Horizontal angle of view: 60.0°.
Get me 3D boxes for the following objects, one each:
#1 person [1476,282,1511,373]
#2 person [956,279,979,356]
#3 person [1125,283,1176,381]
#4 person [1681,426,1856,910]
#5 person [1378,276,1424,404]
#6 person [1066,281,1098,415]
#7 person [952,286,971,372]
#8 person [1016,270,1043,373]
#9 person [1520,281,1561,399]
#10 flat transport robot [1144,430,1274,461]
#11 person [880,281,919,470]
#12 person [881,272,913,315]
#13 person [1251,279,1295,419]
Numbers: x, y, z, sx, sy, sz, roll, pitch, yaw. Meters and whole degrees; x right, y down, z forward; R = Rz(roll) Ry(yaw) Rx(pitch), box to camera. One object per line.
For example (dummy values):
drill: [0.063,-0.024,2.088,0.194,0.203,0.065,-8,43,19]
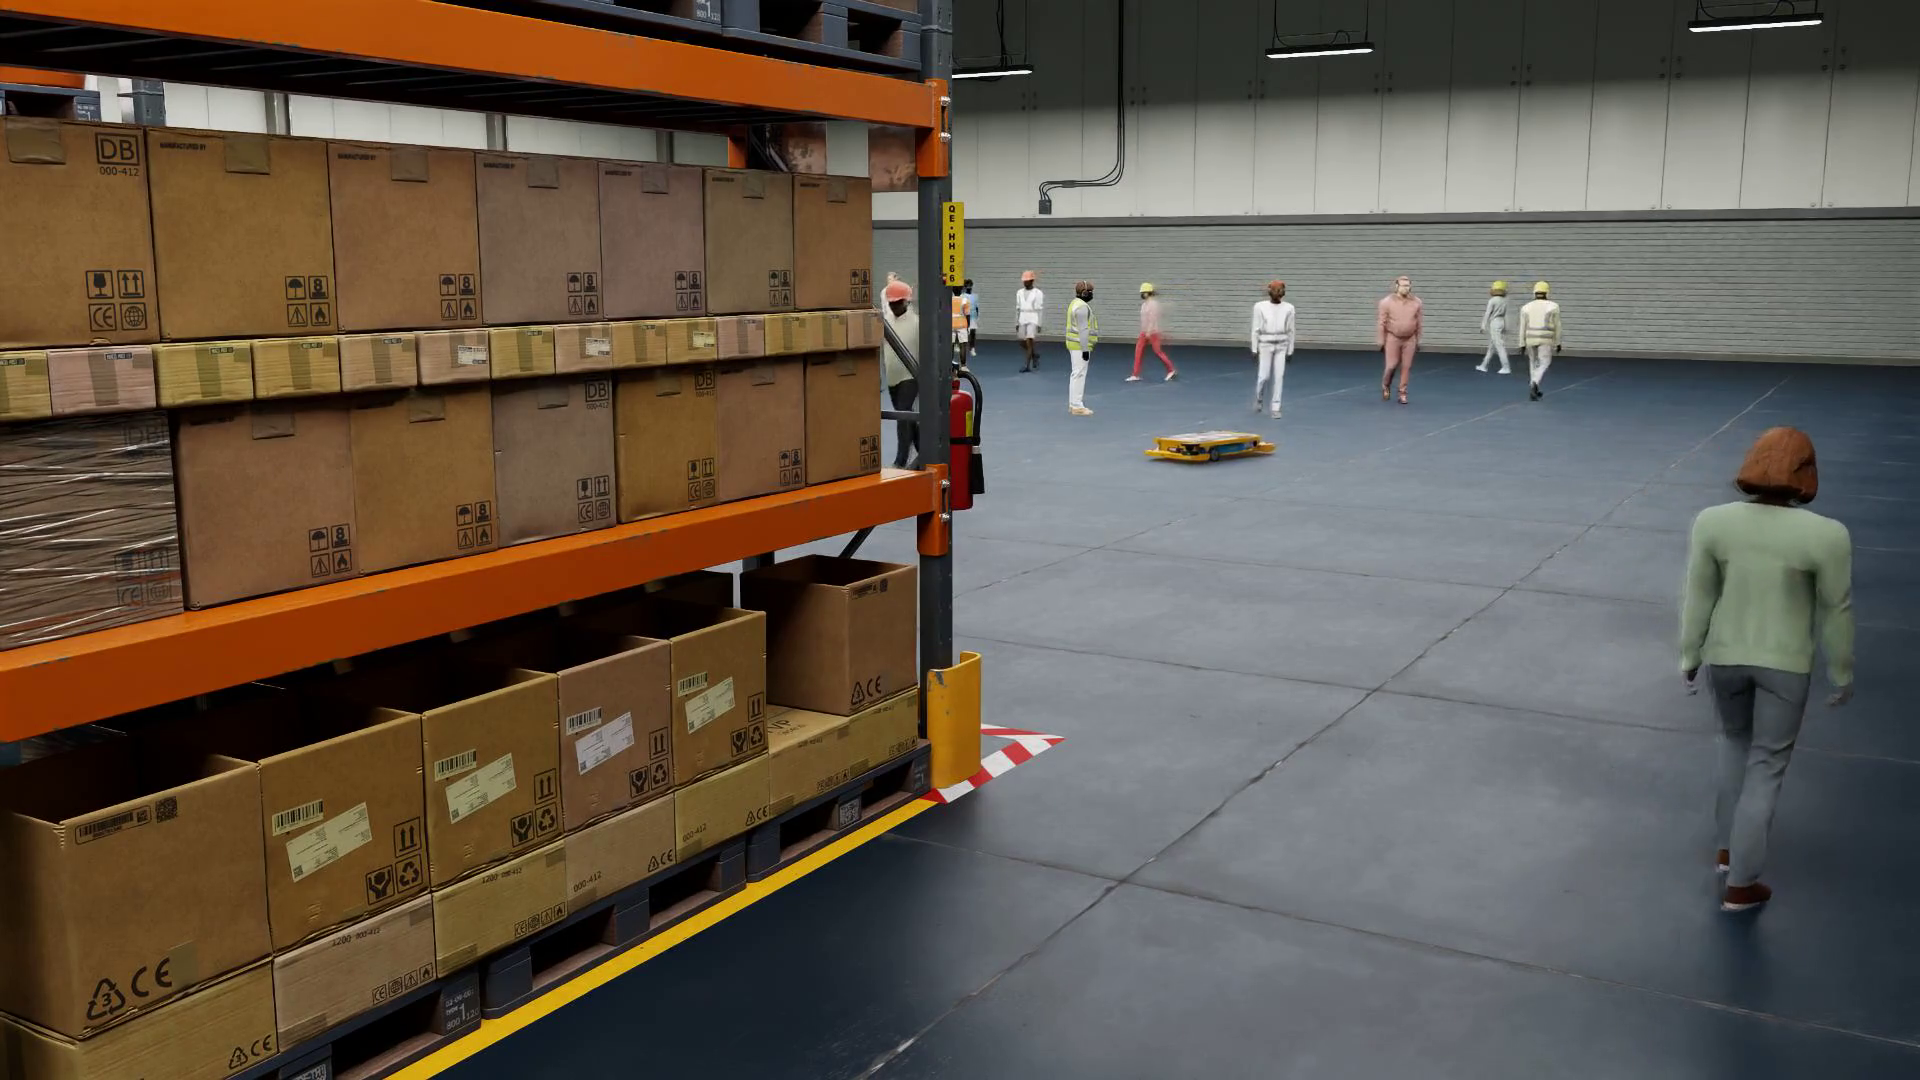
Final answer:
person: [10.024,-3.975,31.109,0.499,1.696,0.894,-6,12,-33]
person: [0.145,-4.877,36.463,0.540,1.681,0.652,-4,11,-23]
person: [3.357,-3.629,29.015,0.890,1.724,0.519,-5,11,-25]
person: [2.762,0.419,5.641,0.645,1.616,0.515,-8,13,-41]
person: [6.511,-2.946,24.544,0.644,1.894,0.422,0,10,-1]
person: [1.676,-2.634,22.887,0.430,1.838,0.632,-1,10,-4]
person: [-0.051,-3.952,30.979,0.541,1.695,0.316,3,10,16]
person: [1.320,-4.112,31.264,0.559,1.922,0.646,6,12,33]
person: [8.800,-3.033,25.290,0.598,1.806,0.769,8,13,41]
flat transport robot: [2.713,-1.030,18.045,1.431,0.197,0.652,-9,13,-42]
person: [-0.521,-1.651,16.856,0.603,1.944,0.954,7,12,36]
person: [-1.206,-4.279,32.368,0.661,1.880,0.715,2,10,11]
person: [4.209,-2.574,22.407,0.604,1.870,0.537,-1,10,-4]
